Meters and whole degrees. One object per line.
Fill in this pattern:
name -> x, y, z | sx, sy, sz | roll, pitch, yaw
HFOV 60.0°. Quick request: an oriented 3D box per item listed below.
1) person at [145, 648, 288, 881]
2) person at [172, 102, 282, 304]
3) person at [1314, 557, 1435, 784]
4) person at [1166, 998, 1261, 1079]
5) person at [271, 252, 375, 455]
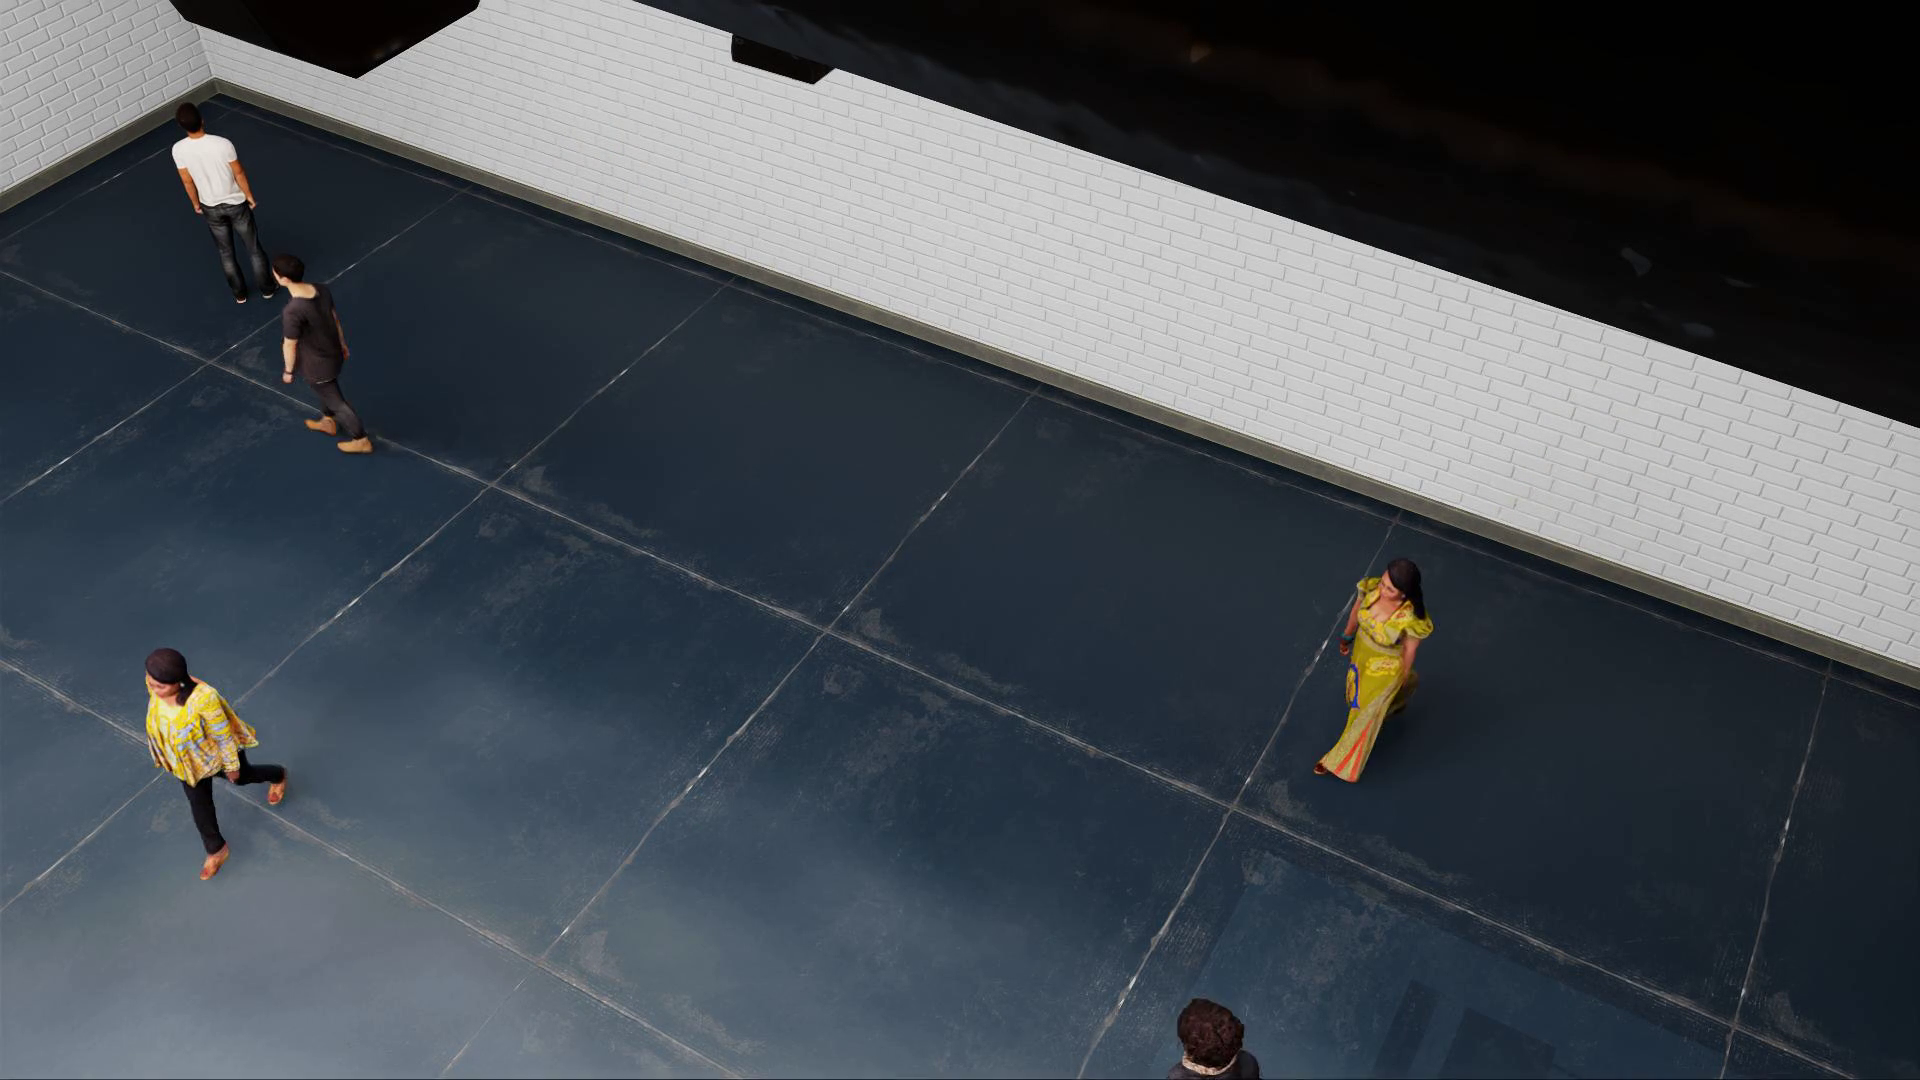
person -> -4.292, 1.168, 9.623 | 0.853, 1.618, 1.115 | 12, 45, 12
person -> -6.038, -2.761, 13.620 | 0.716, 1.804, 0.766 | -9, 44, -9
person -> 2.606, 0.695, 10.123 | 1.289, 1.623, 1.046 | -24, 49, -23
person -> 1.194, 2.836, 7.798 | 1.102, 1.720, 1.125 | -11, 45, -12
person -> -4.618, -1.328, 12.193 | 0.853, 1.687, 0.896 | 7, 44, 7
